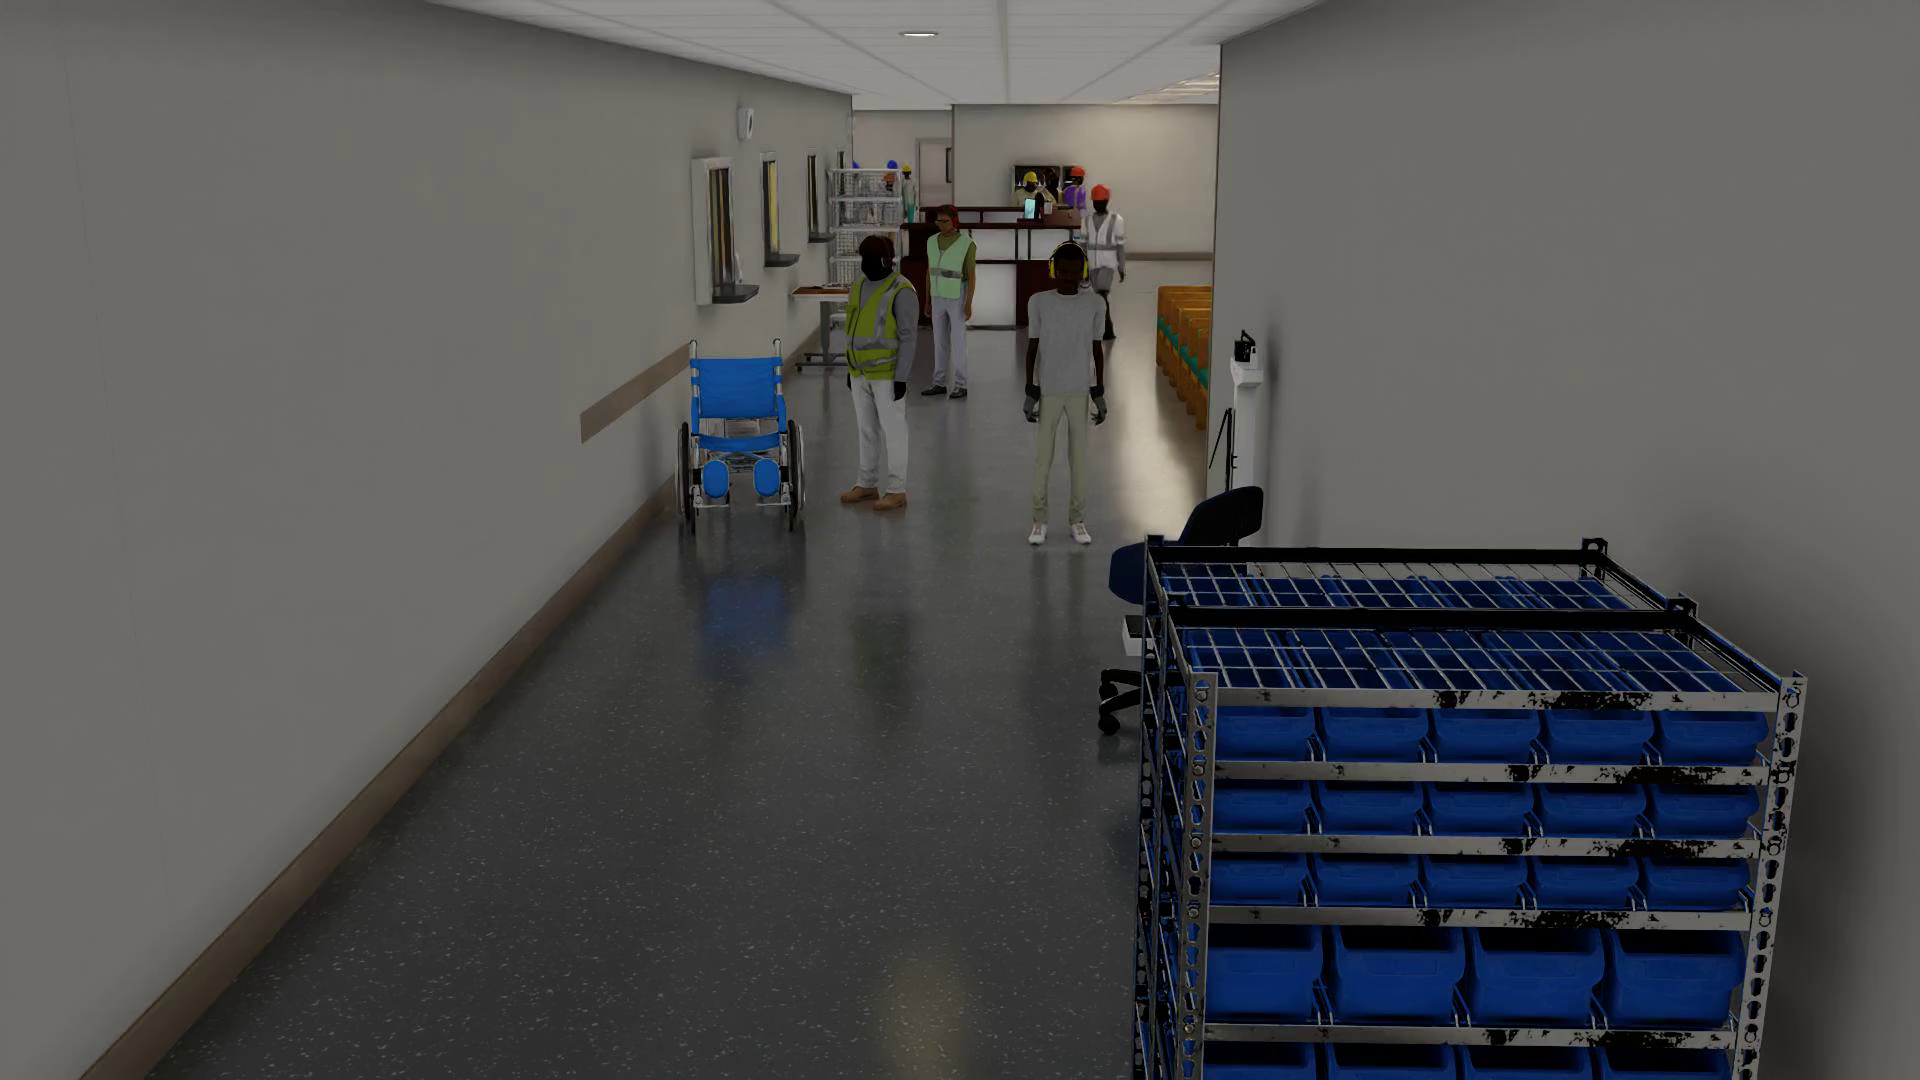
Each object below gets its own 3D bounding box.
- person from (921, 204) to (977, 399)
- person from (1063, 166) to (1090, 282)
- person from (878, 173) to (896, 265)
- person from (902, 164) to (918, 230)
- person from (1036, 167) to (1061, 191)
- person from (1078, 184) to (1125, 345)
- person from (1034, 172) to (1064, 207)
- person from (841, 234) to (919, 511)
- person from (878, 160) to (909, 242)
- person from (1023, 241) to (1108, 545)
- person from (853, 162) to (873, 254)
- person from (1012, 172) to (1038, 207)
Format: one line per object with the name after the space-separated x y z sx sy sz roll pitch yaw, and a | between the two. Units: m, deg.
-0.092 -2.281 15.907 0.563 1.838 0.390 10 17 35 | person
1.960 -5.313 28.002 0.357 1.937 0.550 -10 17 -35 | person
-1.324 -6.013 31.222 0.335 1.749 0.575 11 18 39 | person
-1.206 -7.590 37.596 0.524 1.770 0.315 -2 14 -8 | person
1.606 -5.736 29.858 0.519 1.874 0.331 7 15 25 | person
1.656 -3.305 19.964 0.570 1.881 0.981 9 16 33 | person
1.532 -5.266 28.045 0.623 1.835 0.431 -12 19 -41 | person
-0.559 -1.128 11.219 0.429 1.844 0.627 -13 19 -42 | person
-1.356 -6.662 33.493 0.622 1.927 0.484 -2 14 -6 | person
0.649 -0.891 10.207 0.520 1.865 0.328 0 14 -2 | person
-2.155 -6.818 34.218 0.635 1.890 0.857 6 15 23 | person
1.177 -5.432 28.729 0.593 1.826 0.404 -6 15 -24 | person
